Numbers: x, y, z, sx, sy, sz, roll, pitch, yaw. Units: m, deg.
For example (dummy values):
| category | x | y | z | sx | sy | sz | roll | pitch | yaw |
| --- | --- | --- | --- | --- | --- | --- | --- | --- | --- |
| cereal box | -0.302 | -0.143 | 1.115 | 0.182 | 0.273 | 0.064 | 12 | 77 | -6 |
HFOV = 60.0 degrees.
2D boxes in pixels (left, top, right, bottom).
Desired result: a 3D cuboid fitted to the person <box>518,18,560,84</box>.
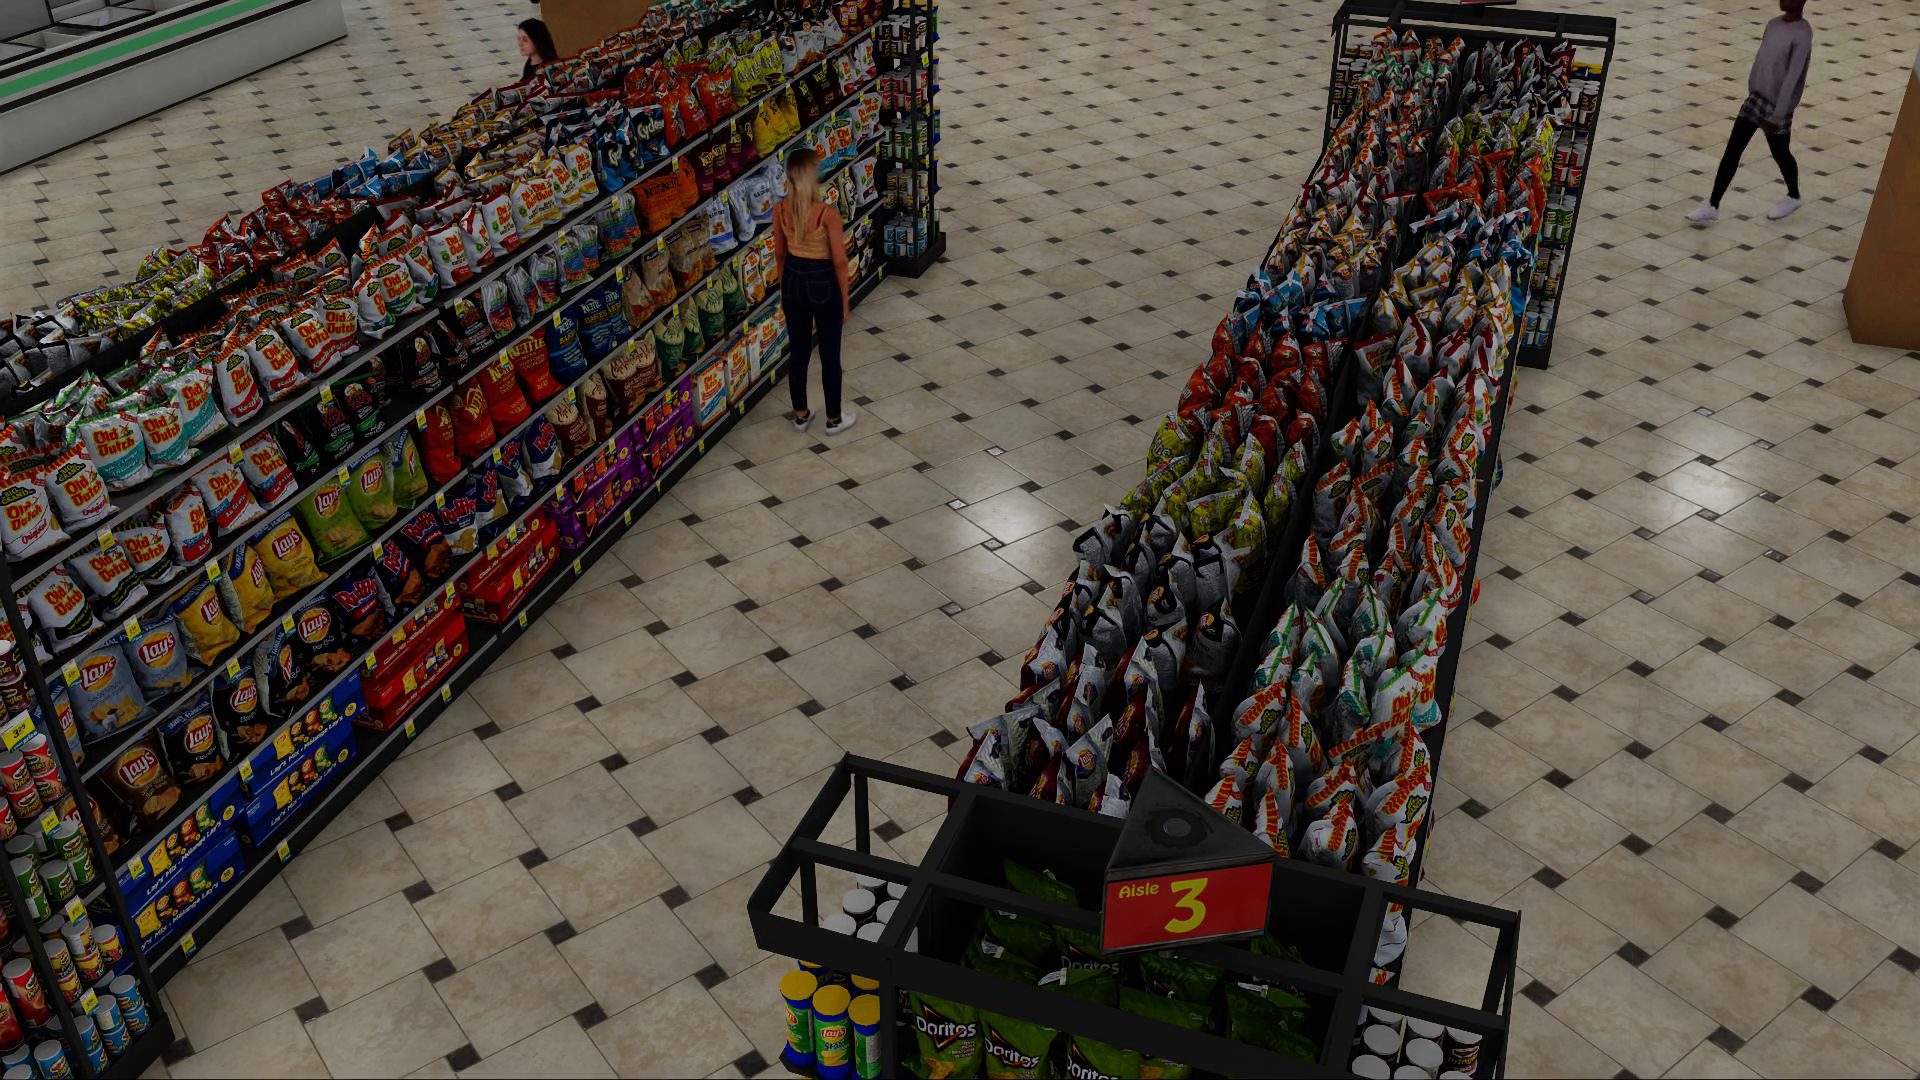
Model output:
| category | x | y | z | sx | sy | sz | roll | pitch | yaw |
| --- | --- | --- | --- | --- | --- | --- | --- | --- | --- |
| person | -2.742 | -2.766 | 11.432 | 0.778 | 1.631 | 0.882 | 27 | 41 | 36 |

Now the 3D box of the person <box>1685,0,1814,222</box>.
| category | x | y | z | sx | sy | sz | roll | pitch | yaw |
| --- | --- | --- | --- | --- | --- | --- | --- | --- | --- |
| person | 5.867 | -3.087 | 11.845 | 1.130 | 1.738 | 1.181 | -8 | 33 | -12 |

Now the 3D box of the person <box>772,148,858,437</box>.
| category | x | y | z | sx | sy | sz | roll | pitch | yaw |
| --- | --- | --- | --- | --- | --- | --- | --- | --- | --- |
| person | -0.815 | -1.353 | 9.163 | 0.562 | 1.628 | 0.498 | 11 | 34 | 17 |
